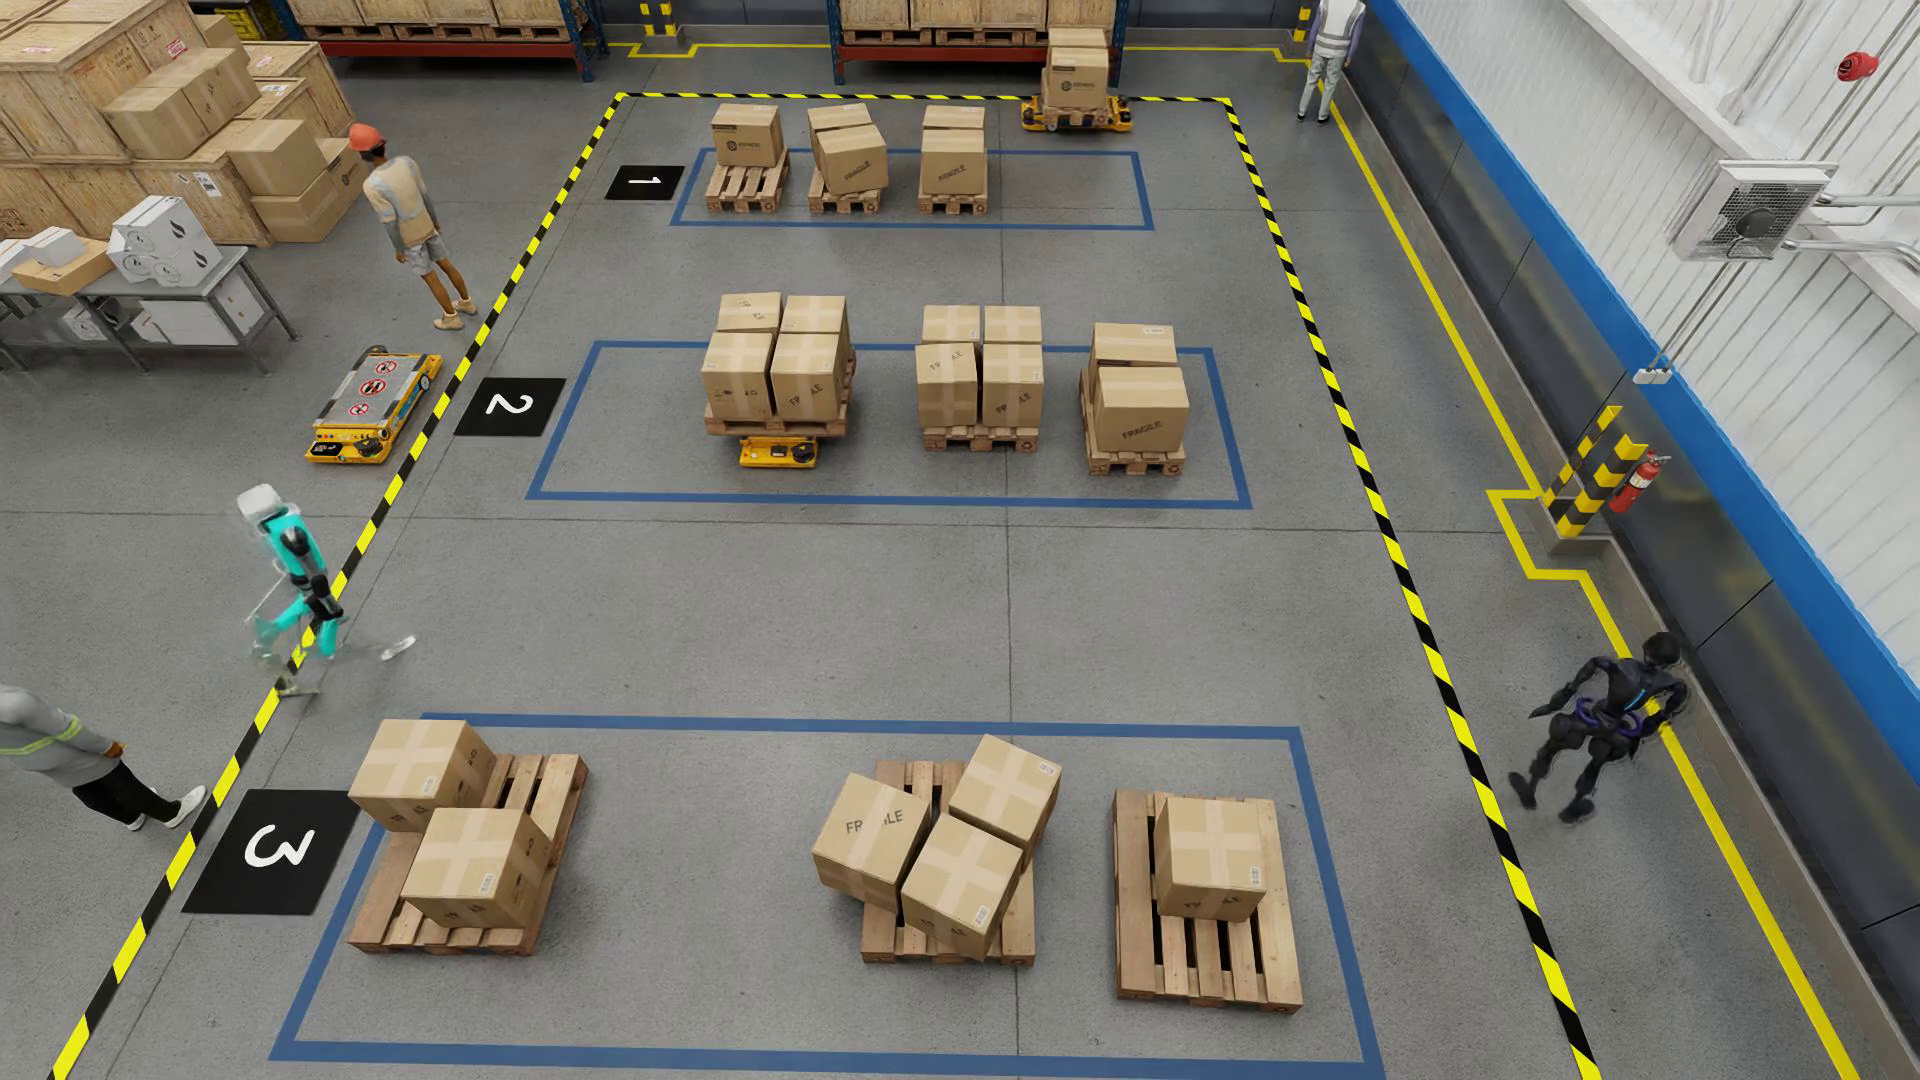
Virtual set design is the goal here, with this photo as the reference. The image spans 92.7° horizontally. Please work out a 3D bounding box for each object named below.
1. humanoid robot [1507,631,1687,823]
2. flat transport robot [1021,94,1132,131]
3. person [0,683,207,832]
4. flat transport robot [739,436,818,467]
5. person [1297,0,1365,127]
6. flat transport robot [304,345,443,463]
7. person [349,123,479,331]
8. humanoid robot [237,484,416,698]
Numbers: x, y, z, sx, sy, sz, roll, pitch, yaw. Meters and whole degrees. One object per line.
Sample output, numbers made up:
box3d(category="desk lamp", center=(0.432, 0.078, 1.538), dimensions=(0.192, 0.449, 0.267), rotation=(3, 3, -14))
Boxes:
box3d(category="humanoid robot", center=(3.841, 1.141, 5.487), dimensions=(0.658, 1.638, 0.395), rotation=(18, 52, 15))
box3d(category="flat transport robot", center=(1.535, -5.683, 12.157), dimensions=(1.431, 0.197, 0.652), rotation=(1, 50, 1))
box3d(category="person", center=(-5.234, 1.178, 5.336), dimensions=(0.587, 1.848, 0.396), rotation=(0, 50, 0))
box3d(category="flat transport robot", center=(-1.582, -1.235, 8.394), dimensions=(0.652, 0.197, 1.431), rotation=(1, 50, 1))
box3d(category="person", center=(4.699, -6.211, 11.599), dimensions=(0.599, 1.827, 0.403), rotation=(23, 53, 18))
box3d(category="flat transport robot", center=(-5.383, -1.269, 8.441), dimensions=(0.659, 0.231, 1.431), rotation=(1, 50, 1))
box3d(category="person", center=(-5.183, -2.920, 8.678), dimensions=(0.378, 2.040, 0.613), rotation=(12, 51, 10))
box3d(category="humanoid robot", center=(-4.467, 0.499, 6.024), dimensions=(0.539, 1.766, 1.041), rotation=(36, 58, 26))
